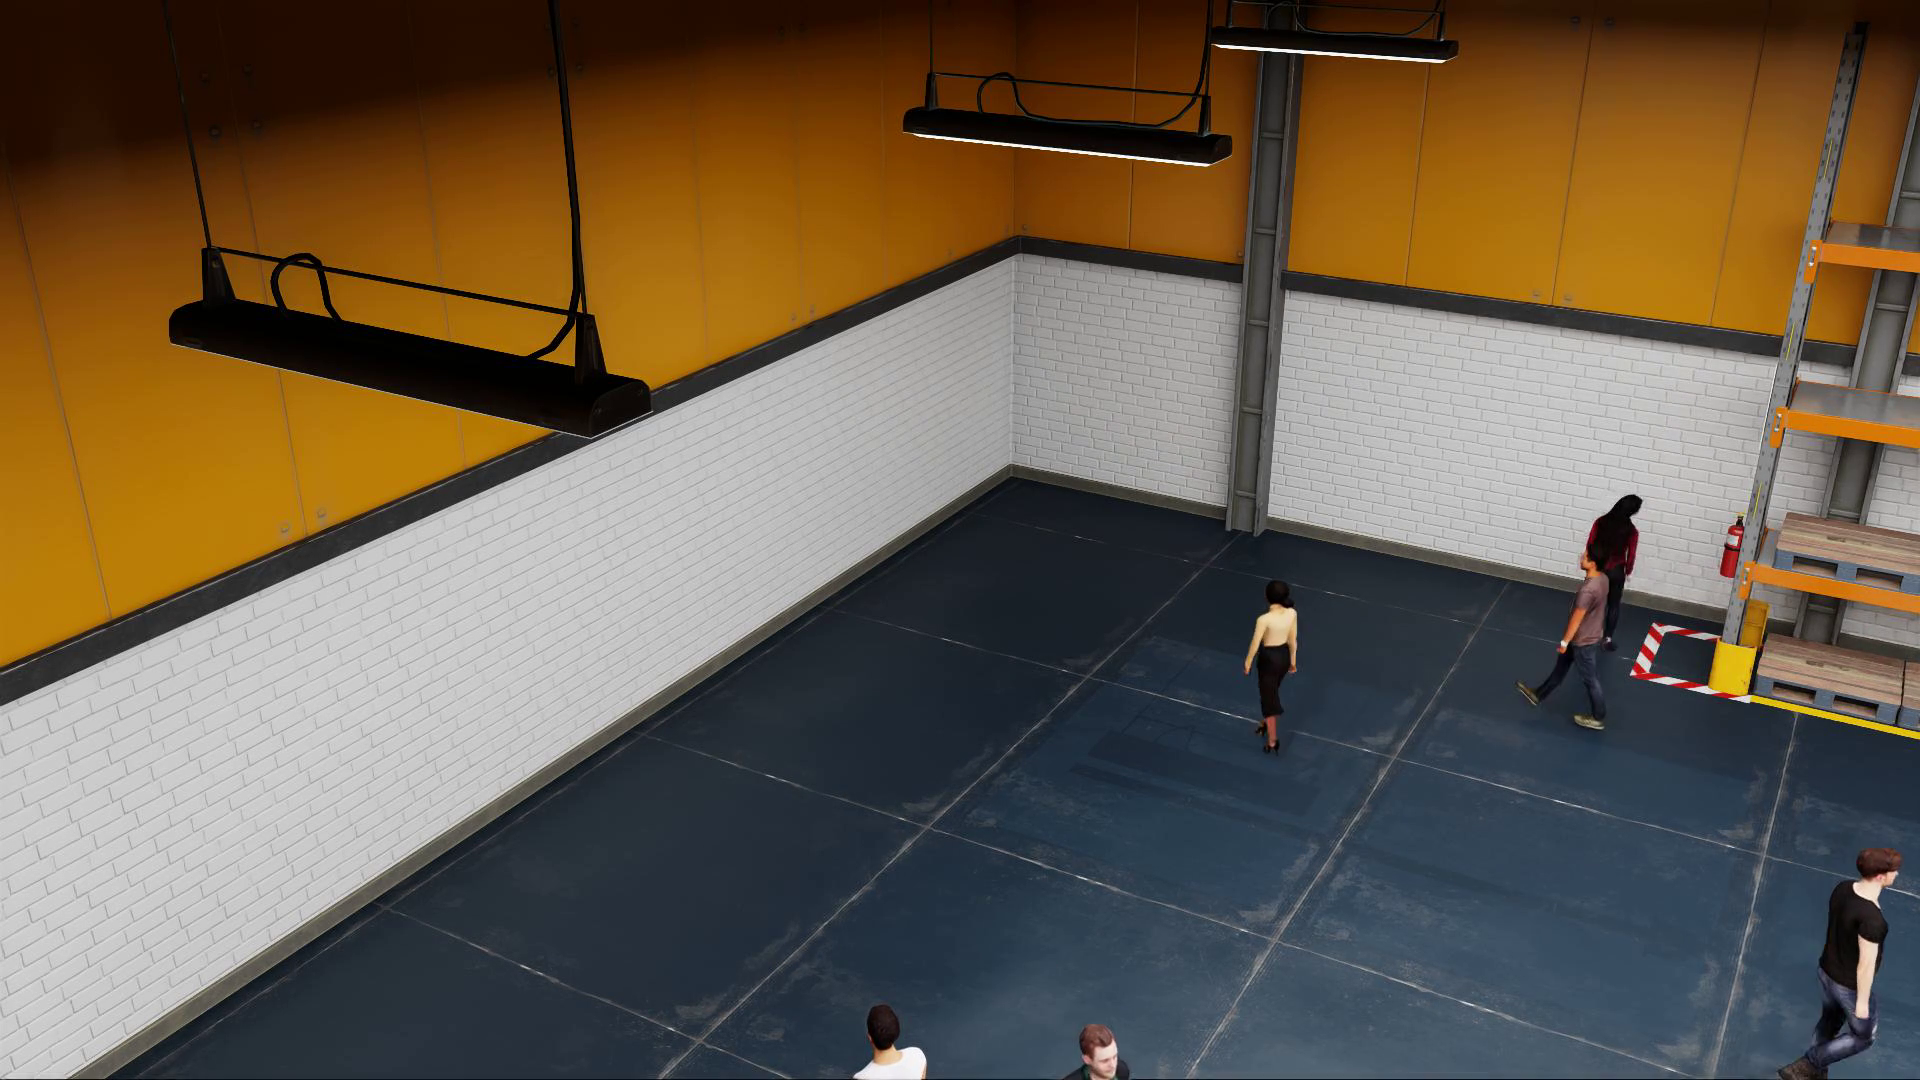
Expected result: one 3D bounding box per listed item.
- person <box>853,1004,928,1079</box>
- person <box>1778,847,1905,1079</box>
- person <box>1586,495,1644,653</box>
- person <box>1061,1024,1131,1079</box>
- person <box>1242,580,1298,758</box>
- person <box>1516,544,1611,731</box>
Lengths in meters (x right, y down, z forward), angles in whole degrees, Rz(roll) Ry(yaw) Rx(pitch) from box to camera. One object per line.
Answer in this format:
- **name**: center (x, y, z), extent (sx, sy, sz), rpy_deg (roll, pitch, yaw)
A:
- **person**: center (-0.398, 3.339, 9.183), extent (0.719, 1.789, 0.713), rpy_deg (-16, 28, -32)
- **person**: center (5.469, 2.745, 10.415), extent (0.919, 1.890, 0.857), rpy_deg (2, 24, 4)
- **person**: center (6.327, 0.313, 16.299), extent (0.542, 1.634, 0.706), rpy_deg (3, 24, 6)
- **person**: center (0.647, 3.379, 9.078), extent (1.036, 1.800, 1.219), rpy_deg (-12, 26, -25)
- **person**: center (2.761, 1.138, 14.405), extent (0.767, 1.640, 0.835), rpy_deg (-12, 26, -26)
- **person**: center (5.660, 0.897, 14.827), extent (1.060, 1.742, 0.674), rpy_deg (14, 27, 29)
